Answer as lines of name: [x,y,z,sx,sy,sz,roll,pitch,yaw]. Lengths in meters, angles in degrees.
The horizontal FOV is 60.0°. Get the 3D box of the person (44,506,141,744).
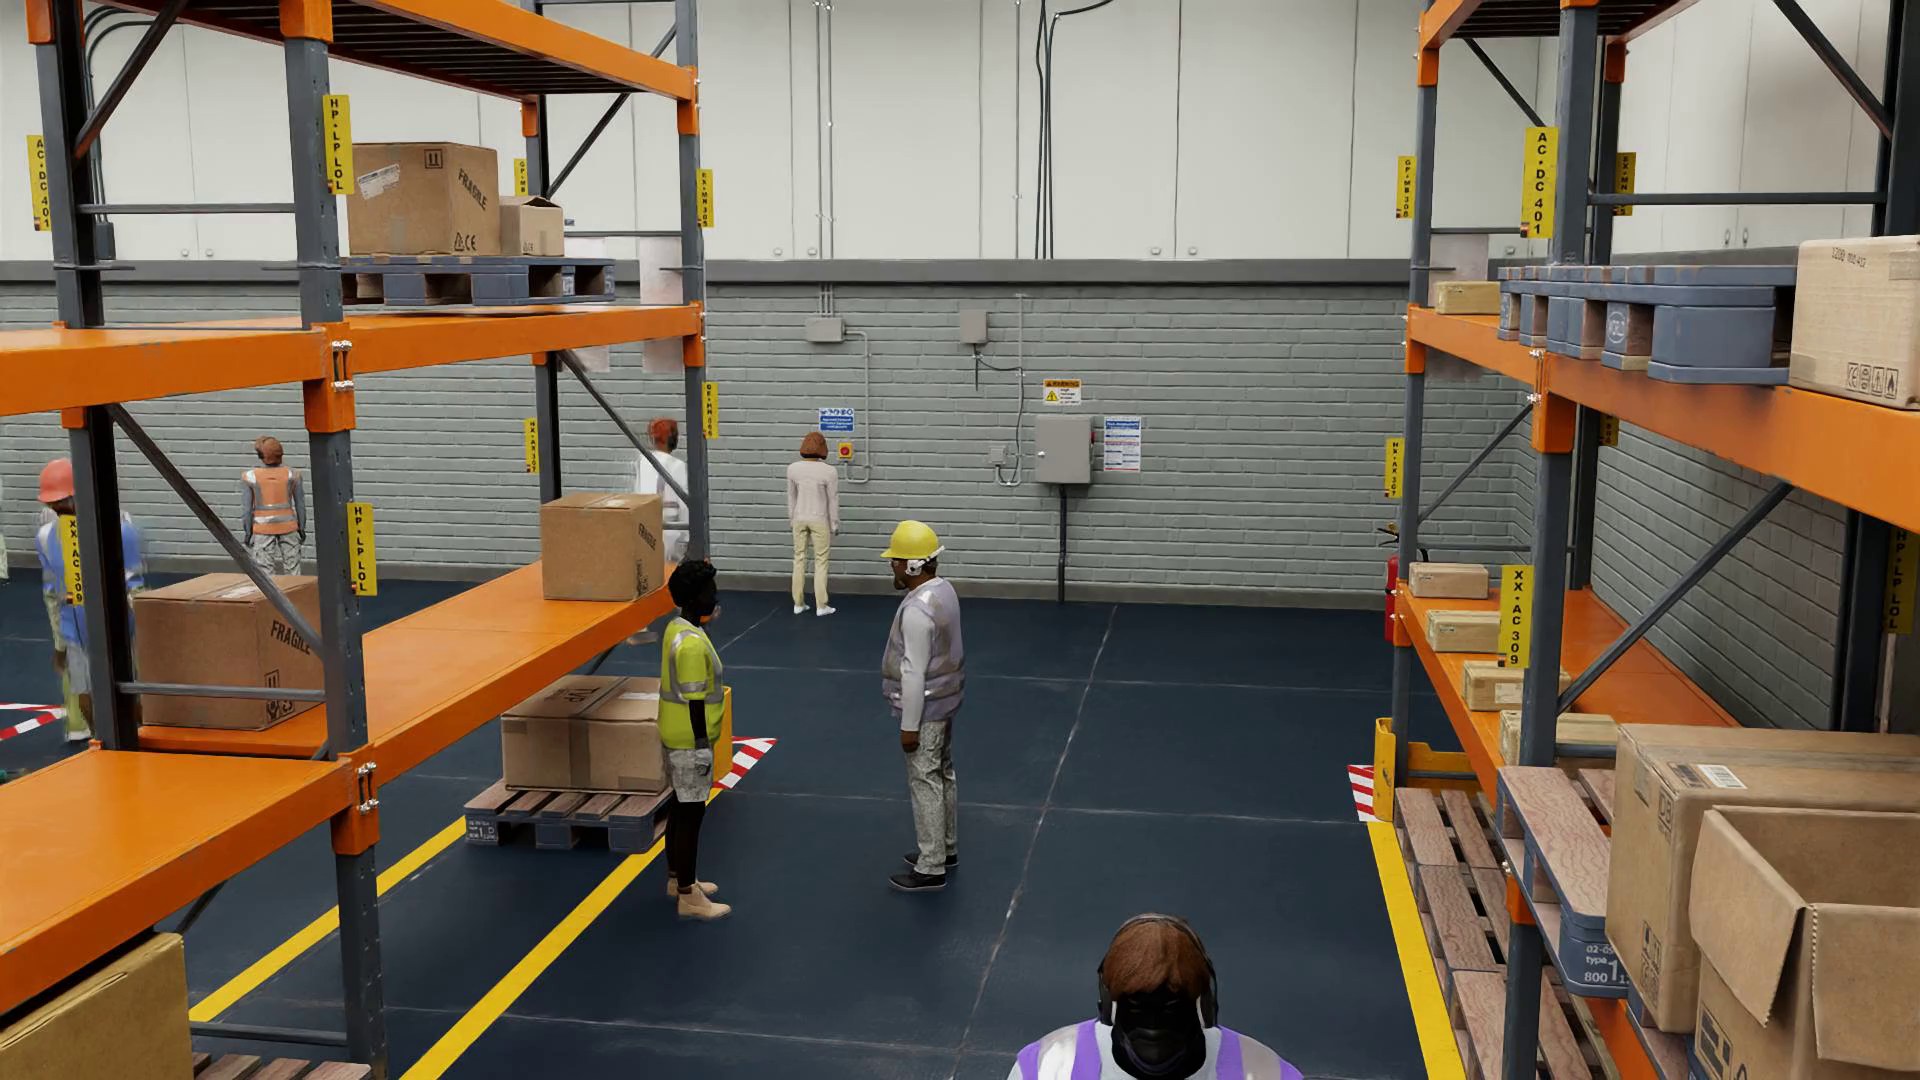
person: [-5.662,0.341,10.935,0.590,1.862,1.028,0,9,-2]

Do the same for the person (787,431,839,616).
person: [-1.291,-0.144,14.668,0.494,1.623,0.290,3,10,20]

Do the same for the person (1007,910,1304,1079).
person: [0.367,1.605,3.215,0.625,1.843,0.429,1,9,4]

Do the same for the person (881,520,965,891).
person: [-0.186,0.808,8.201,0.404,1.823,0.590,2,9,11]

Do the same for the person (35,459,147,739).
person: [-4.848,0.514,9.442,0.628,2.005,0.690,2,9,12]

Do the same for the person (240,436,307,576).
person: [-5.800,-0.061,14.090,0.518,1.645,0.307,-5,11,-30]

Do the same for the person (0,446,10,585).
person: [-9.441,-0.413,15.974,0.575,1.739,0.349,4,10,22]

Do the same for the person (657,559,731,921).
person: [-1.258,0.927,7.829,0.317,1.698,0.540,-3,10,-18]

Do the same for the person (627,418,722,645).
person: [-2.373,-0.086,13.661,1.006,1.826,0.600,-9,13,-44]

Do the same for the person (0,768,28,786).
person: [-5.681,0.689,9.228,0.535,1.717,0.903,2,9,9]
